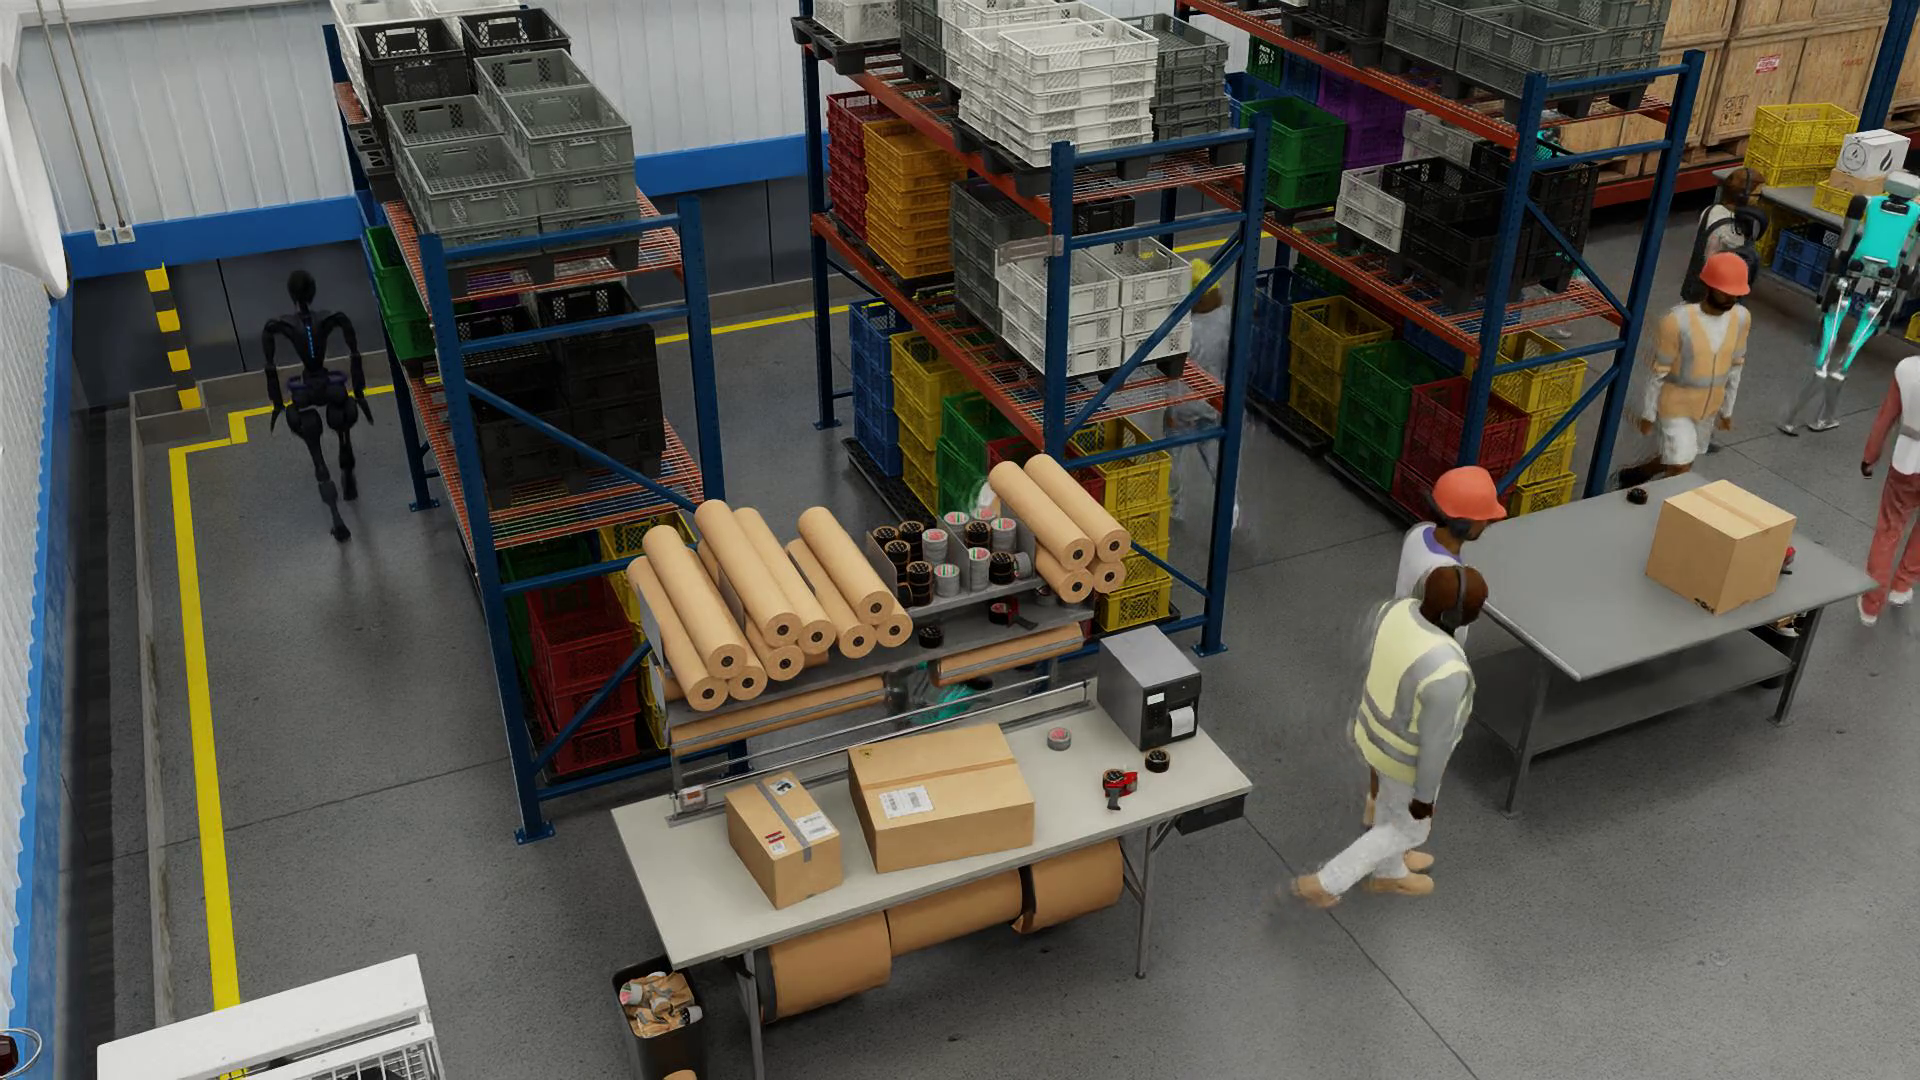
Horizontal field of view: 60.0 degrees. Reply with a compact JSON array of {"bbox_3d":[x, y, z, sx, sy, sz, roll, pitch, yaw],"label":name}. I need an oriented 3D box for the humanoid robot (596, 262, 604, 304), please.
[{"bbox_3d":[-2.328,-1.311,10.758,0.583,1.639,0.600,12,34,19],"label":"humanoid robot"}]

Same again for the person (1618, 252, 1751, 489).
[{"bbox_3d":[4.256,-0.827,9.759,0.553,1.908,0.871,-7,32,-11],"label":"person"}]

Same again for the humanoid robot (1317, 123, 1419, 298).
[{"bbox_3d":[3.019,-2.431,12.516,0.553,1.719,1.017,-23,38,-33],"label":"humanoid robot"}]

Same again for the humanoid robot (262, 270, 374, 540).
[{"bbox_3d":[-3.885,-0.846,10.055,0.593,1.630,0.789,-14,34,-22],"label":"humanoid robot"}]

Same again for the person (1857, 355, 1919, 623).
[{"bbox_3d":[5.297,-0.439,9.129,0.613,1.898,0.604,15,35,23],"label":"person"}]

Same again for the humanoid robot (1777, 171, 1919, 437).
[{"bbox_3d":[5.910,-1.468,10.972,0.600,1.794,0.834,16,35,24],"label":"humanoid robot"}]

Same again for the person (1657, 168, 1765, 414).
[{"bbox_3d":[4.972,-1.580,11.045,0.345,1.837,0.508,-2,32,-3],"label":"person"}]

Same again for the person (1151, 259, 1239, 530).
[{"bbox_3d":[1.440,-0.831,9.929,0.490,1.718,0.640,-13,34,-20],"label":"person"}]

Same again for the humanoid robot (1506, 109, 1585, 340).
[{"bbox_3d":[4.431,-2.268,12.277,0.981,1.744,0.530,27,41,36],"label":"humanoid robot"}]

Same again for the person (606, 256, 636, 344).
[{"bbox_3d":[-2.601,-2.187,12.030,0.387,1.836,0.564,20,37,29],"label":"person"}]

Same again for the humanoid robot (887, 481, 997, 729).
[{"bbox_3d":[-0.041,0.501,7.780,1.054,1.737,0.538,3,32,5],"label":"humanoid robot"}]

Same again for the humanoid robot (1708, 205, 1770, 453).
[{"bbox_3d":[5.020,-1.401,10.898,0.354,1.656,0.606,18,36,27],"label":"humanoid robot"}]

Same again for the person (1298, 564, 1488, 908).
[{"bbox_3d":[1.830,0.885,7.058,0.615,1.815,0.671,-4,32,-6],"label":"person"}]

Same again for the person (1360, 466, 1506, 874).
[{"bbox_3d":[2.069,0.578,7.353,0.405,2.036,0.606,1,32,2],"label":"person"}]
